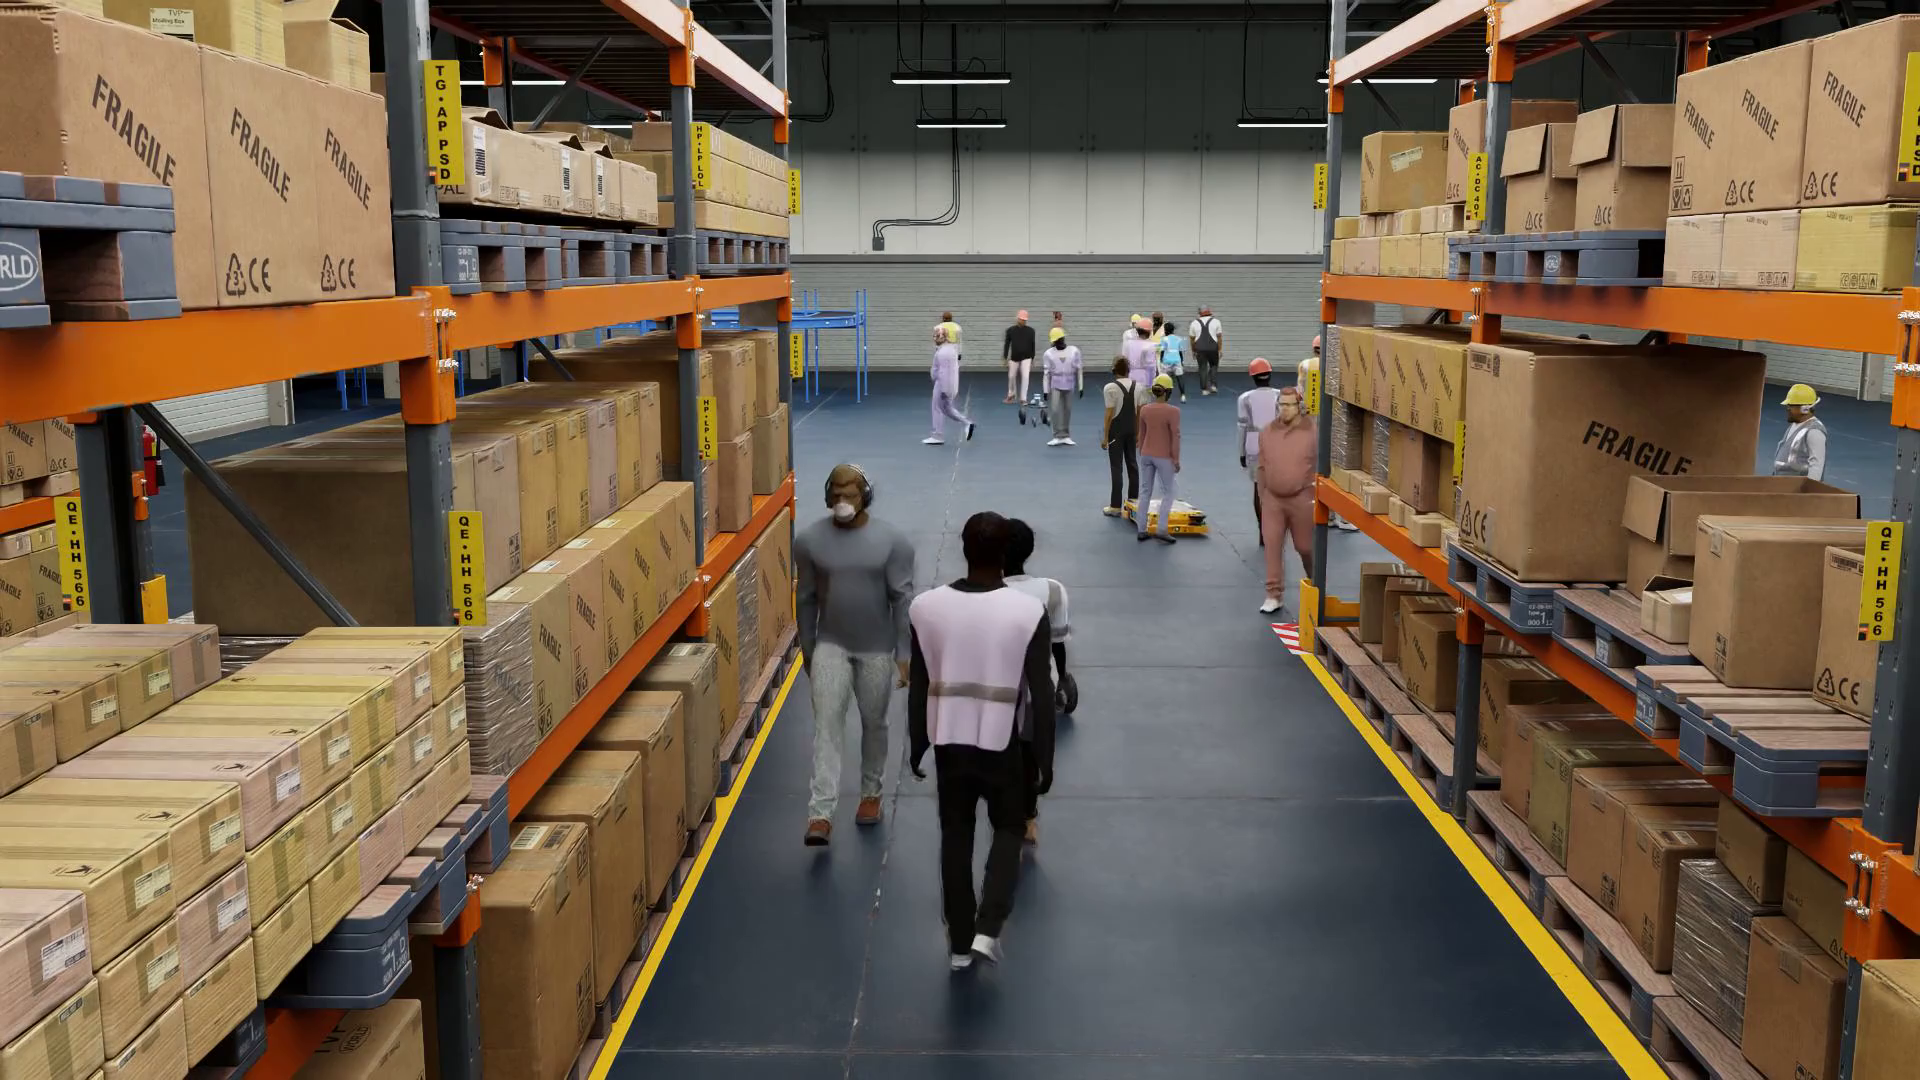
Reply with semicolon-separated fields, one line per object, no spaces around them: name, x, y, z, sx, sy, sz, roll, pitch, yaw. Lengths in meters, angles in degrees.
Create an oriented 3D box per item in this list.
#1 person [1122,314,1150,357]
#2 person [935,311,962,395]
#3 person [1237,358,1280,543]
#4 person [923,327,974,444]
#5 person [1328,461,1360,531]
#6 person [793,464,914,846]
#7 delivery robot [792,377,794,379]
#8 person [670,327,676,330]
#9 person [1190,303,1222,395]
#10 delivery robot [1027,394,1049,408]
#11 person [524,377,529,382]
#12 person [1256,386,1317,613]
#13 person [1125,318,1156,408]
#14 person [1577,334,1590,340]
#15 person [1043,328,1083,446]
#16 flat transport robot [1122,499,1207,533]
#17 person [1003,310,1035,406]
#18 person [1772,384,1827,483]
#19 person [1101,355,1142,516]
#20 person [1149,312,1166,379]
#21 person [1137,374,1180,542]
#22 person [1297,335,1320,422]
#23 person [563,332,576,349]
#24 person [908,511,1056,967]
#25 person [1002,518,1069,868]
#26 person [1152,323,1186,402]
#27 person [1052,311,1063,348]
person;3.643;-3.770;34.550;0.601;1.830;0.403;-2;10;-13
person;-0.261;-4.096;36.481;0.633;1.840;0.429;-3;10;-18
person;3.190;-0.944;17.399;0.579;1.904;0.731;3;10;15
person;-0.197;-2.470;26.623;0.733;1.877;0.649;2;10;14
person;4.163;-0.927;18.104;0.307;1.639;0.513;-4;10;-25
person;-0.543;0.580;8.316;0.636;1.897;0.977;1;9;4
delivery robot;-4.352;-4.161;40.556;0.707;0.478;0.477;5;11;27
person;-5.420;-3.278;31.477;1.038;1.890;0.638;-2;10;-14
person;5.405;-4.183;36.529;0.711;2.000;0.589;3;10;15
delivery robot;1.381;-2.504;29.857;0.335;0.223;0.698;-2;10;-13
person;-3.749;-0.458;14.393;0.401;1.939;0.602;0;9;1
person;2.794;-0.359;13.969;0.647;1.880;0.828;6;11;31
person;2.856;-2.516;26.449;0.499;2.028;0.641;-8;13;-41
person;10.575;-2.655;28.304;0.569;1.695;0.342;2;10;13
person;1.635;-2.432;26.422;0.628;1.878;0.531;0;9;-2
flat transport robot;2.254;-0.279;18.432;0.652;0.197;1.431;-1;9;-5
person;1.222;-3.738;34.029;0.646;1.958;0.797;1;9;3
person;7.446;-0.471;14.796;0.403;1.827;0.601;1;10;9
person;1.859;-1.205;19.160;0.505;1.842;0.346;-5;11;-28
person;4.267;-4.015;36.012;0.622;1.839;0.429;7;12;35
person;2.081;-0.862;17.415;0.455;1.743;0.541;-9;13;-43
person;4.915;-1.858;22.832;0.581;1.918;0.566;3;10;16
person;-10.270;-5.147;43.608;0.888;1.565;0.497;3;10;17
person;0.077;0.833;6.789;0.636;1.898;0.454;2;10;13
person;0.229;0.718;8.084;0.547;1.678;0.536;-4;10;-20
person;4.385;-3.705;34.702;0.597;1.638;0.901;-5;11;-27
person;2.531;-5.107;43.135;0.309;1.641;0.513;4;10;21
